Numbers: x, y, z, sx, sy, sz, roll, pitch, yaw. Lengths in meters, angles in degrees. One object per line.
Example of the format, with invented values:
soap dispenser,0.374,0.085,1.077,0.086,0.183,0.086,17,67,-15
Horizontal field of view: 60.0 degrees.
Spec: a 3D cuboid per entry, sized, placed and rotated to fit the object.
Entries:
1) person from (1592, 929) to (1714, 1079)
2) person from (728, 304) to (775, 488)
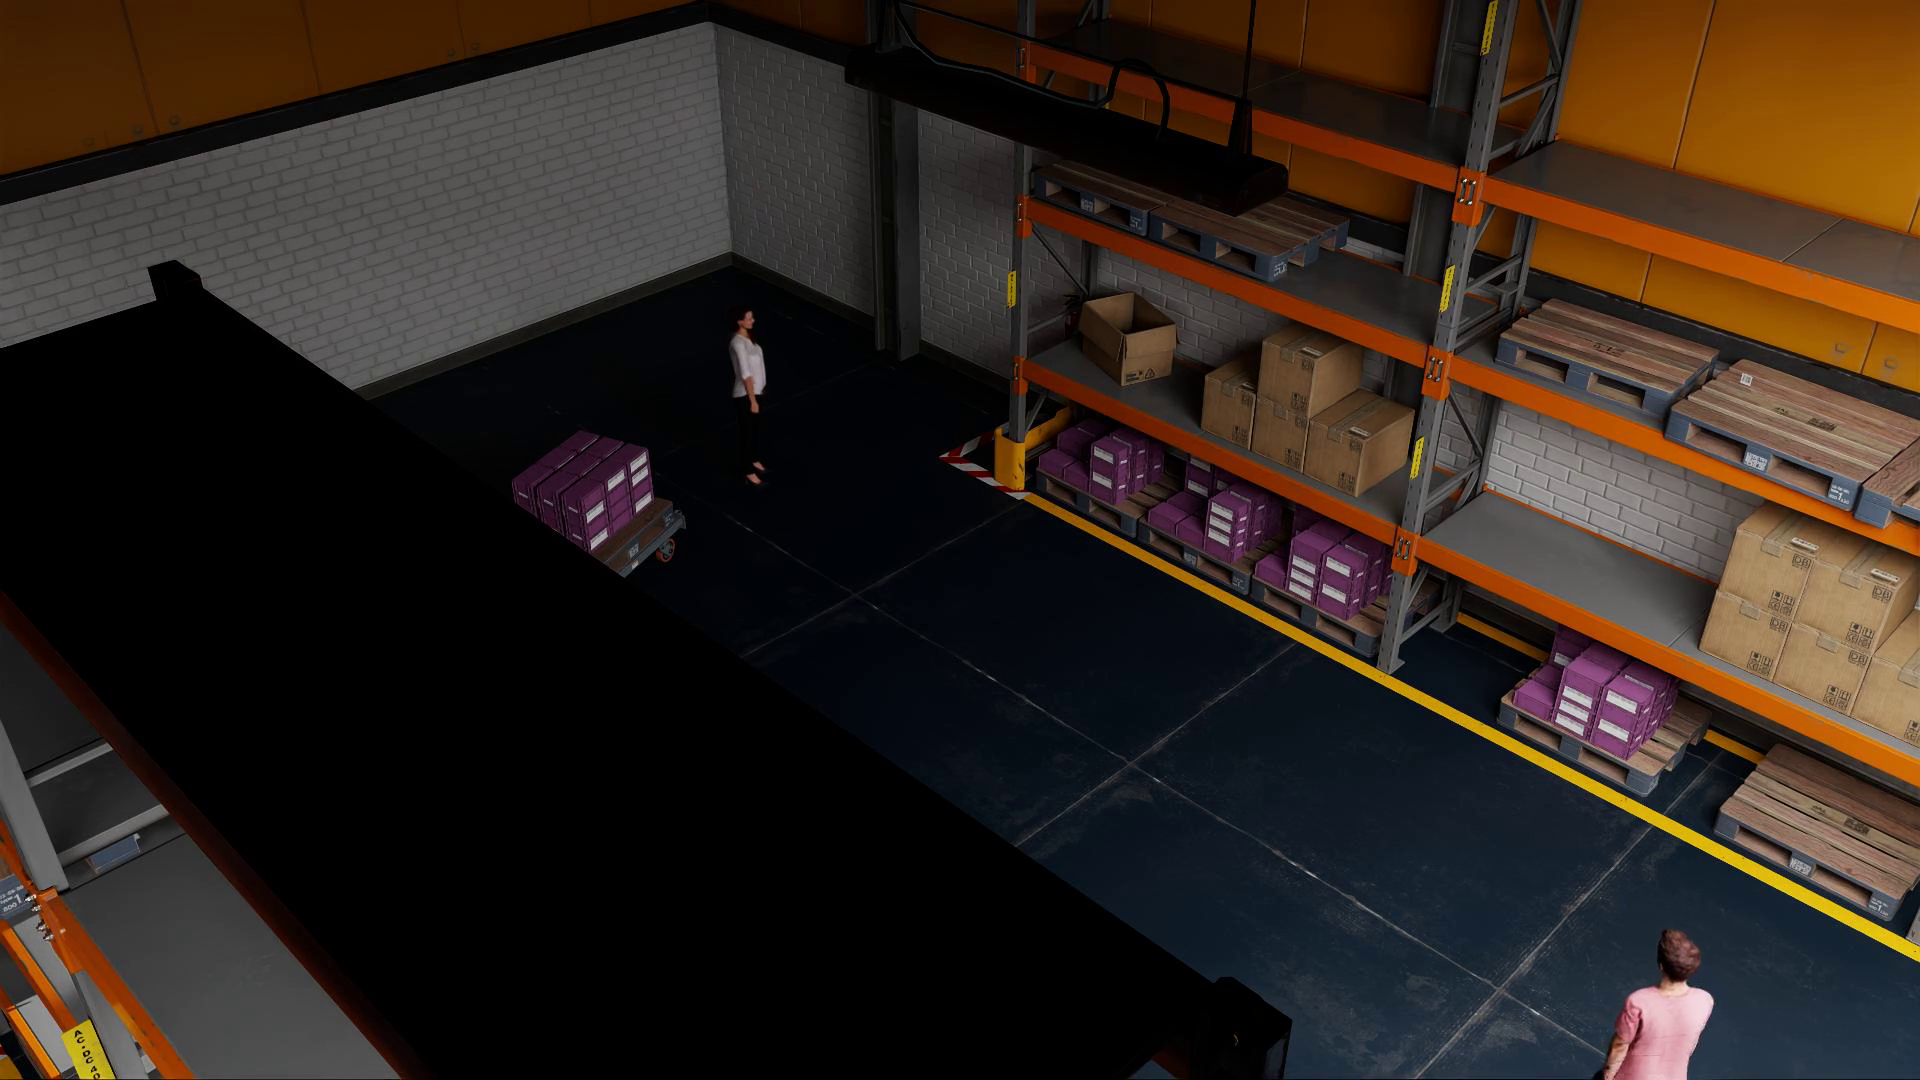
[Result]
person,3.546,2.853,8.550,0.794,1.945,0.845,-1,34,-1
person,-1.927,-1.292,14.920,0.728,1.794,0.669,0,34,0
